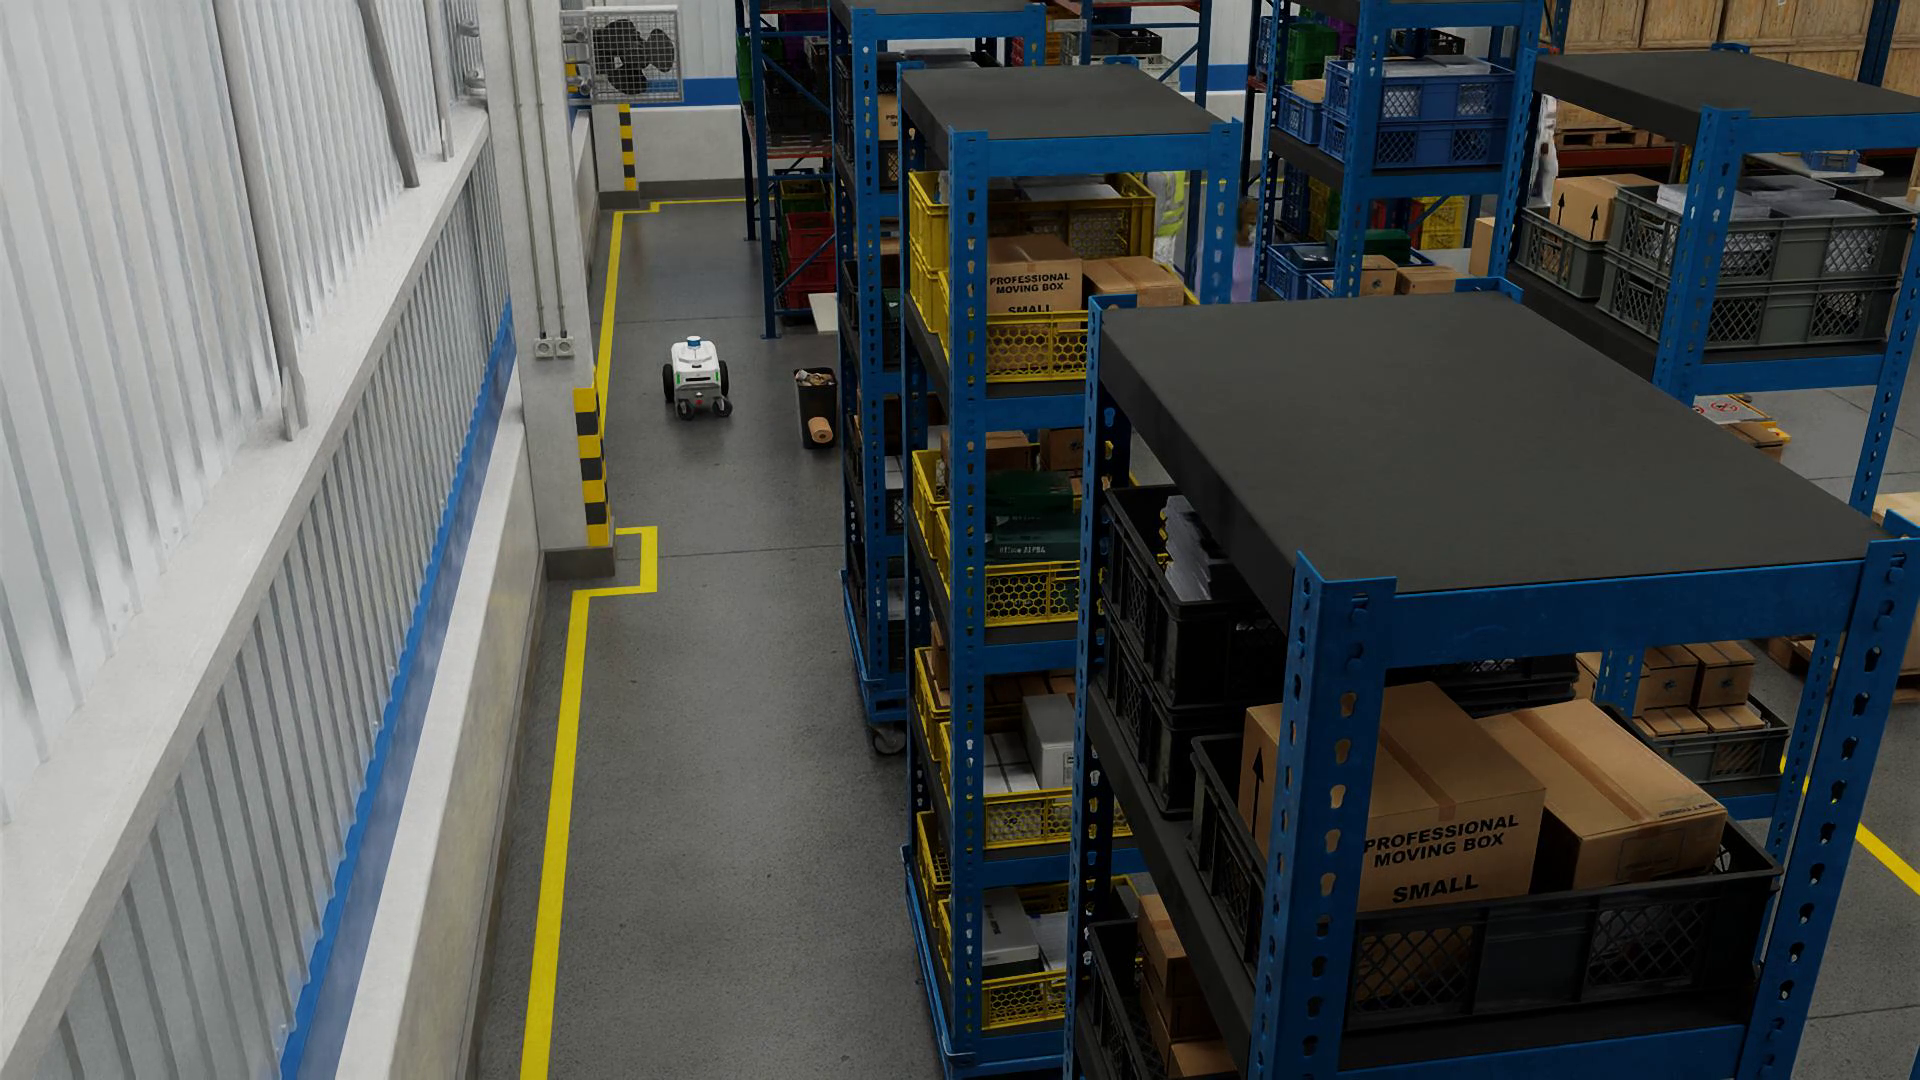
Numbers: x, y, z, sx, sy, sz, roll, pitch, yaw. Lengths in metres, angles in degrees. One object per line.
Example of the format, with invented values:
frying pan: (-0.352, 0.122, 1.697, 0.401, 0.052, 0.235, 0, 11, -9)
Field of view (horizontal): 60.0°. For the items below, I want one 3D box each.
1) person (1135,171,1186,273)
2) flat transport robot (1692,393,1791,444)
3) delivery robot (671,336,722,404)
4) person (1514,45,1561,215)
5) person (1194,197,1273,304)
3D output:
person: (1.668, -2.634, 14.124, 0.429, 1.842, 0.630, 10, 27, 21)
flat transport robot: (5.224, -0.859, 12.132, 1.431, 0.197, 0.652, -4, 25, -8)
delivery robot: (-2.012, -1.308, 12.664, 0.477, 0.478, 0.707, -5, 25, -10)
person: (6.245, -4.265, 17.661, 0.615, 1.852, 0.661, 22, 33, 39)
person: (1.911, -1.358, 11.263, 0.645, 1.912, 0.700, -16, 29, -31)
